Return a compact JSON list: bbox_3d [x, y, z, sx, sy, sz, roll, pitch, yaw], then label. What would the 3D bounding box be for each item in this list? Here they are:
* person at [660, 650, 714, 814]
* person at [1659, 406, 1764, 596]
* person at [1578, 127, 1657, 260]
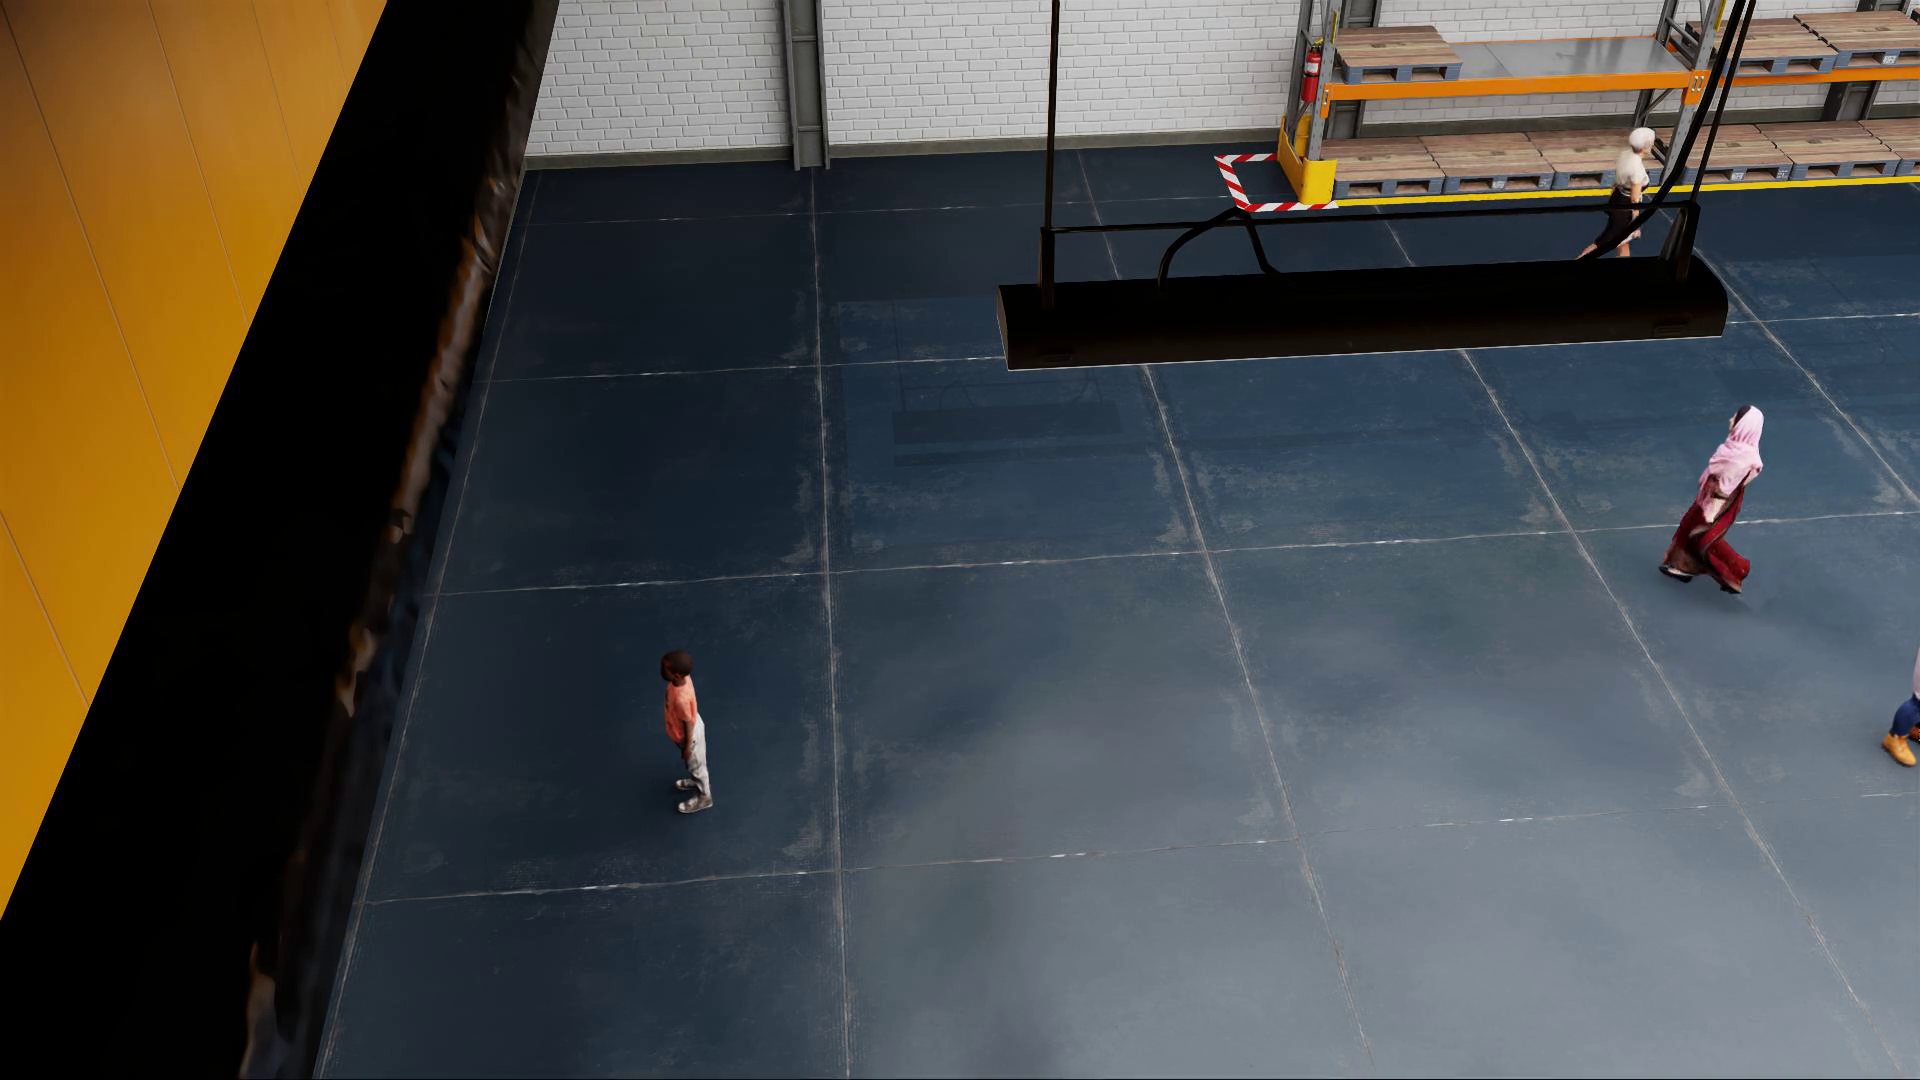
[{"bbox_3d":[-1.755,1.218,10.746,0.473,1.310,0.505,-6,39,-7],"label":"person"},{"bbox_3d":[5.712,-0.269,12.359,0.965,1.621,0.858,16,41,19],"label":"person"},{"bbox_3d":[6.172,-3.072,15.803,1.157,1.704,0.802,5,39,6],"label":"person"}]
